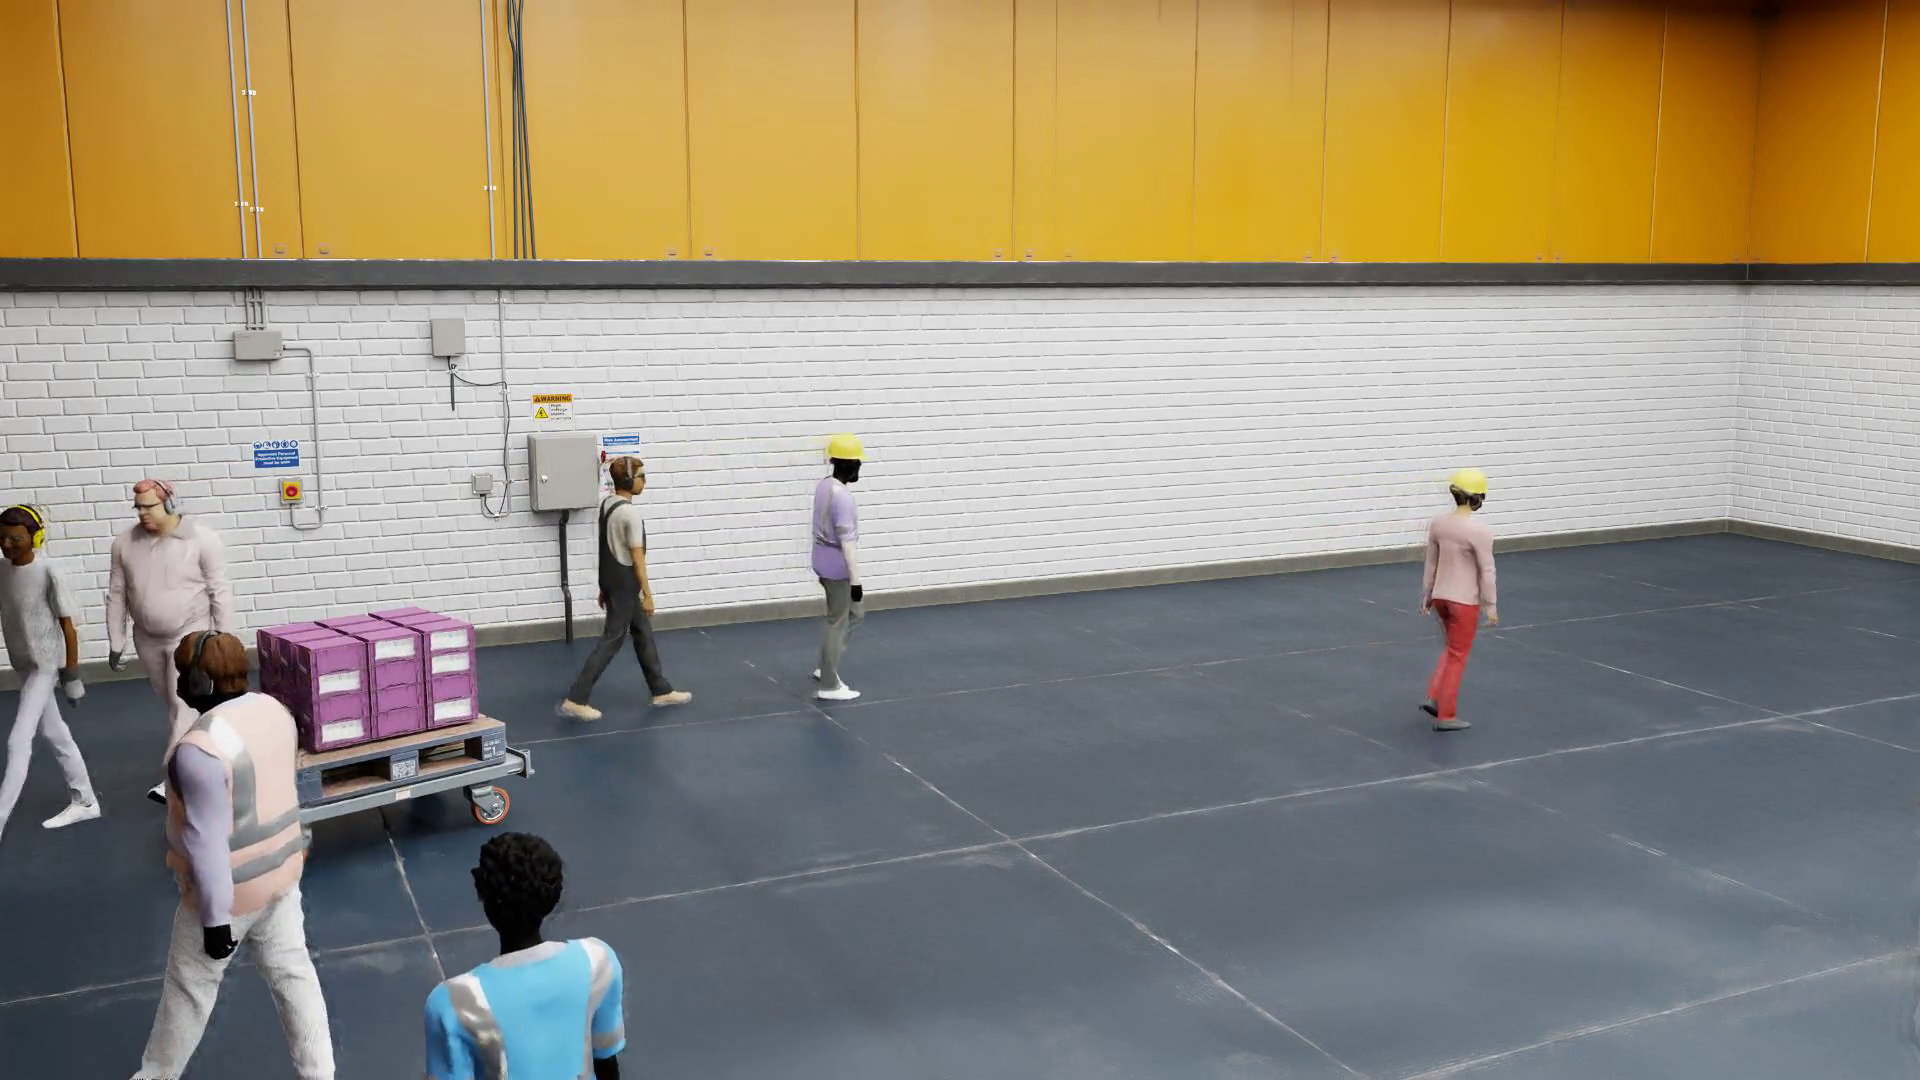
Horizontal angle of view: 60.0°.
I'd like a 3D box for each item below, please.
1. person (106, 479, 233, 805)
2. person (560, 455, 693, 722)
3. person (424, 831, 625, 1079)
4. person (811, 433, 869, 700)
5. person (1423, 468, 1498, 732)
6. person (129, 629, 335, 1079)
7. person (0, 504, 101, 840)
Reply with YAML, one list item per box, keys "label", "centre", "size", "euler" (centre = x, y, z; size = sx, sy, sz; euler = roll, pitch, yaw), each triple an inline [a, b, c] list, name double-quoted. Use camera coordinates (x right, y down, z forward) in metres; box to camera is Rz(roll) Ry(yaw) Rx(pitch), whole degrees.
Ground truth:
- label: "person"
  centre: [-4.583, 0.581, 9.546]
  size: [0.646, 1.847, 0.999]
  euler: [0, 9, 2]
- label: "person"
  centre: [-2.318, 0.323, 11.327]
  size: [0.967, 1.804, 0.530]
  euler: [-6, 11, -31]
- label: "person"
  centre: [-1.035, 1.549, 4.112]
  size: [0.537, 1.673, 0.757]
  euler: [-8, 12, -42]
- label: "person"
  centre: [-0.846, 0.197, 11.751]
  size: [0.440, 1.907, 0.609]
  euler: [-3, 10, -16]
- label: "person"
  centre: [3.305, 0.399, 10.967]
  size: [0.389, 1.752, 0.540]
  euler: [-4, 10, -24]
- label: "person"
  centre: [-2.656, 1.201, 5.861]
  size: [0.897, 1.799, 0.642]
  euler: [1, 9, 8]
- label: "person"
  centre: [-5.013, 0.722, 8.786]
  size: [0.575, 1.815, 0.945]
  euler: [5, 11, 30]
